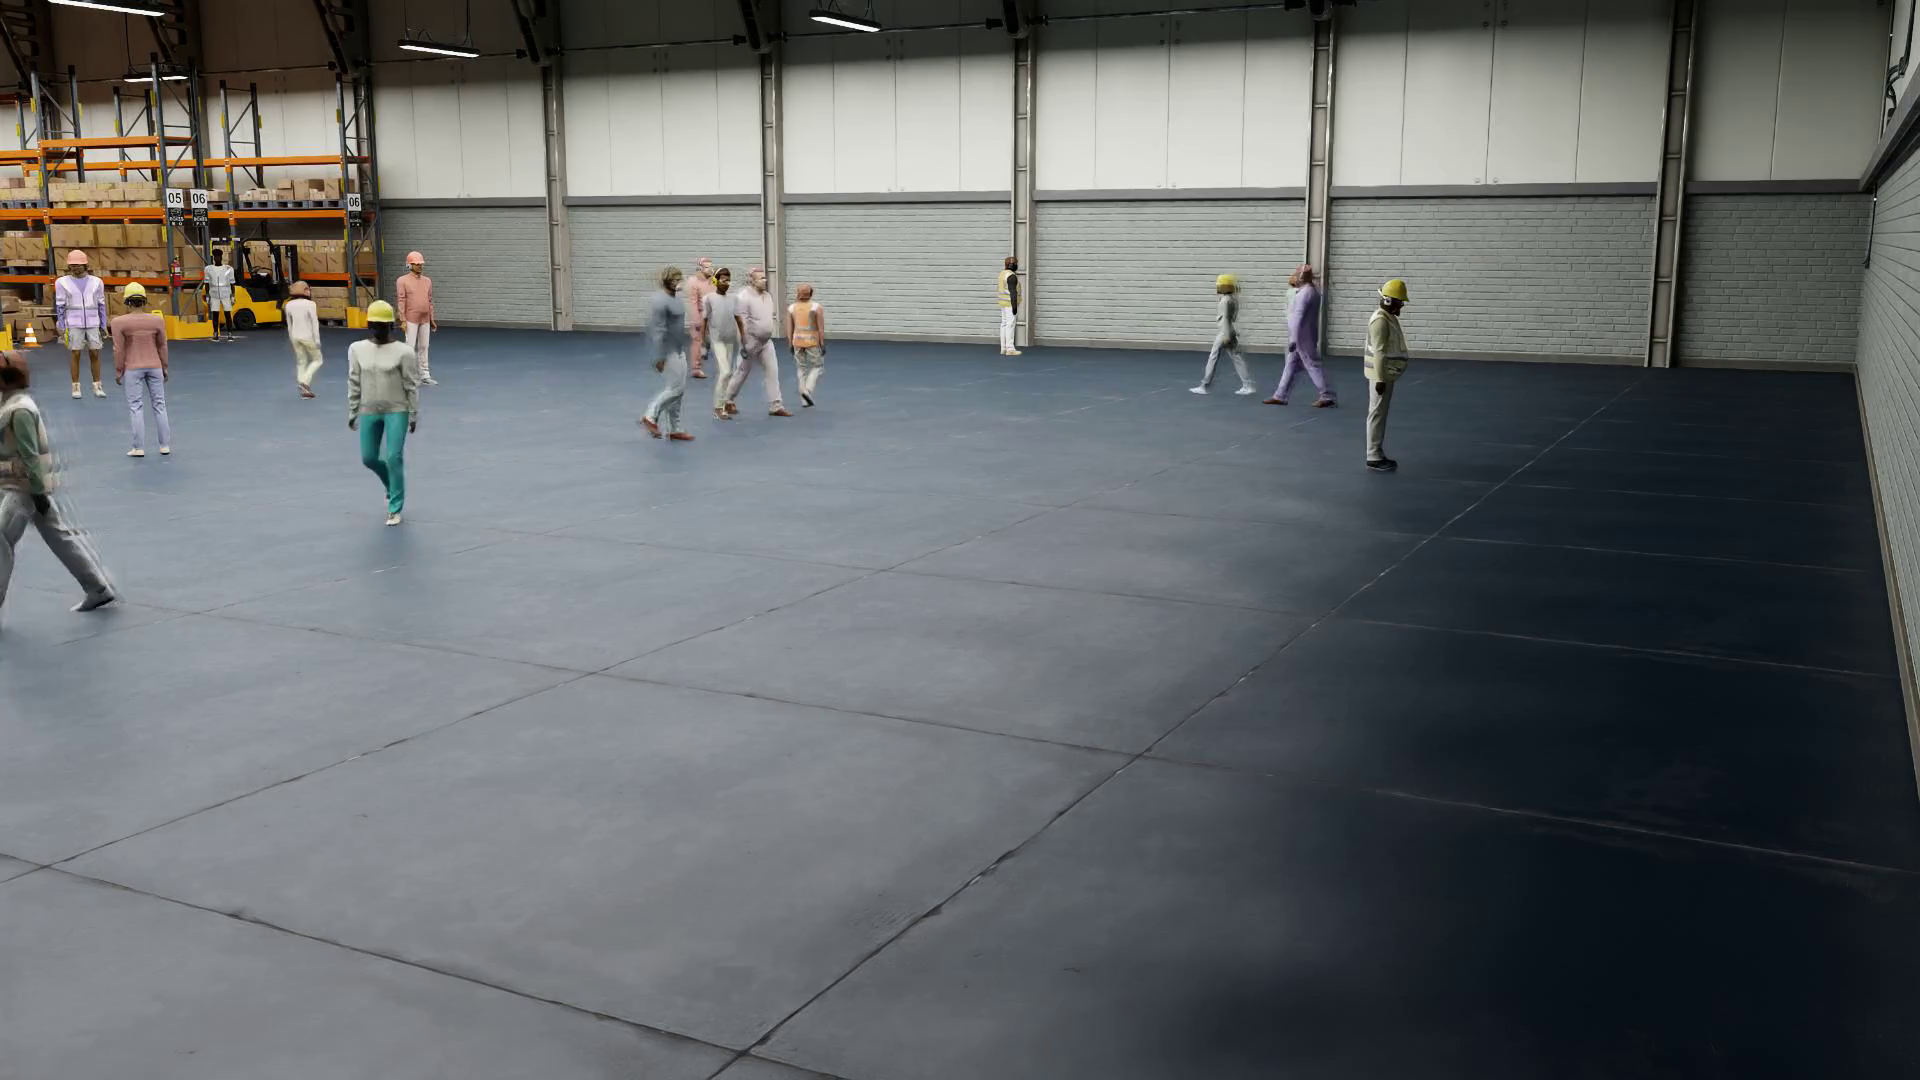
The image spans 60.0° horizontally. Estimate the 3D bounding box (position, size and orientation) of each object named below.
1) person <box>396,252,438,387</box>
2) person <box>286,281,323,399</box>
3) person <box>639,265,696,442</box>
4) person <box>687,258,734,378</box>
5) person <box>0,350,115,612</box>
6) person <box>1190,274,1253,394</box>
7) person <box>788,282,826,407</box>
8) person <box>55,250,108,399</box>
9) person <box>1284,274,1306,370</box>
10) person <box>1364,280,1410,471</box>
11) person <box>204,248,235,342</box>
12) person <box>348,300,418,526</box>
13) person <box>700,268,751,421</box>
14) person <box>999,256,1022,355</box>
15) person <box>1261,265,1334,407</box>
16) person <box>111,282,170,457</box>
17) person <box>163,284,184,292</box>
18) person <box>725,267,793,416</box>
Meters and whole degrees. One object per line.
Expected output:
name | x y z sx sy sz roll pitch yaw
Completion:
person | -8.082 -3.286 24.787 0.379 1.996 0.611 7 12 33
person | -8.997 -2.748 22.853 0.524 1.618 0.355 3 11 18
person | -3.155 -2.008 18.030 0.481 1.925 0.629 2 11 9
person | -3.893 -3.447 25.974 0.850 1.872 0.683 8 13 36
person | -5.420 -0.310 9.664 0.870 1.595 0.523 -6 12 -32
person | 3.752 -2.896 23.471 0.895 1.695 0.498 4 11 22
person | -2.004 -2.533 21.654 0.543 1.625 0.373 4 11 21
person | -12.068 -2.962 22.907 0.620 2.042 0.408 -8 13 -37
person | 5.610 -3.651 27.766 0.265 1.631 0.506 -4 11 -20
person | 4.087 -1.582 15.972 0.404 1.820 0.591 4 11 21
person | -15.582 -5.151 35.031 0.603 1.967 0.368 -3 11 -16
person | -4.492 -1.010 13.045 0.535 1.746 0.582 0 10 1
person | -2.838 -2.368 20.192 0.583 1.841 0.494 10 14 42
person | 0.952 -4.403 31.299 0.429 1.841 0.633 -3 11 -18
person | 4.493 -2.668 21.808 0.980 1.860 0.659 4 11 22
person | -8.319 -1.726 16.908 0.525 1.769 0.313 -10 14 -43
person | -18.155 -5.627 38.380 0.426 1.685 0.548 6 12 28
person | -2.590 -2.470 20.738 0.996 1.863 0.643 7 13 35
